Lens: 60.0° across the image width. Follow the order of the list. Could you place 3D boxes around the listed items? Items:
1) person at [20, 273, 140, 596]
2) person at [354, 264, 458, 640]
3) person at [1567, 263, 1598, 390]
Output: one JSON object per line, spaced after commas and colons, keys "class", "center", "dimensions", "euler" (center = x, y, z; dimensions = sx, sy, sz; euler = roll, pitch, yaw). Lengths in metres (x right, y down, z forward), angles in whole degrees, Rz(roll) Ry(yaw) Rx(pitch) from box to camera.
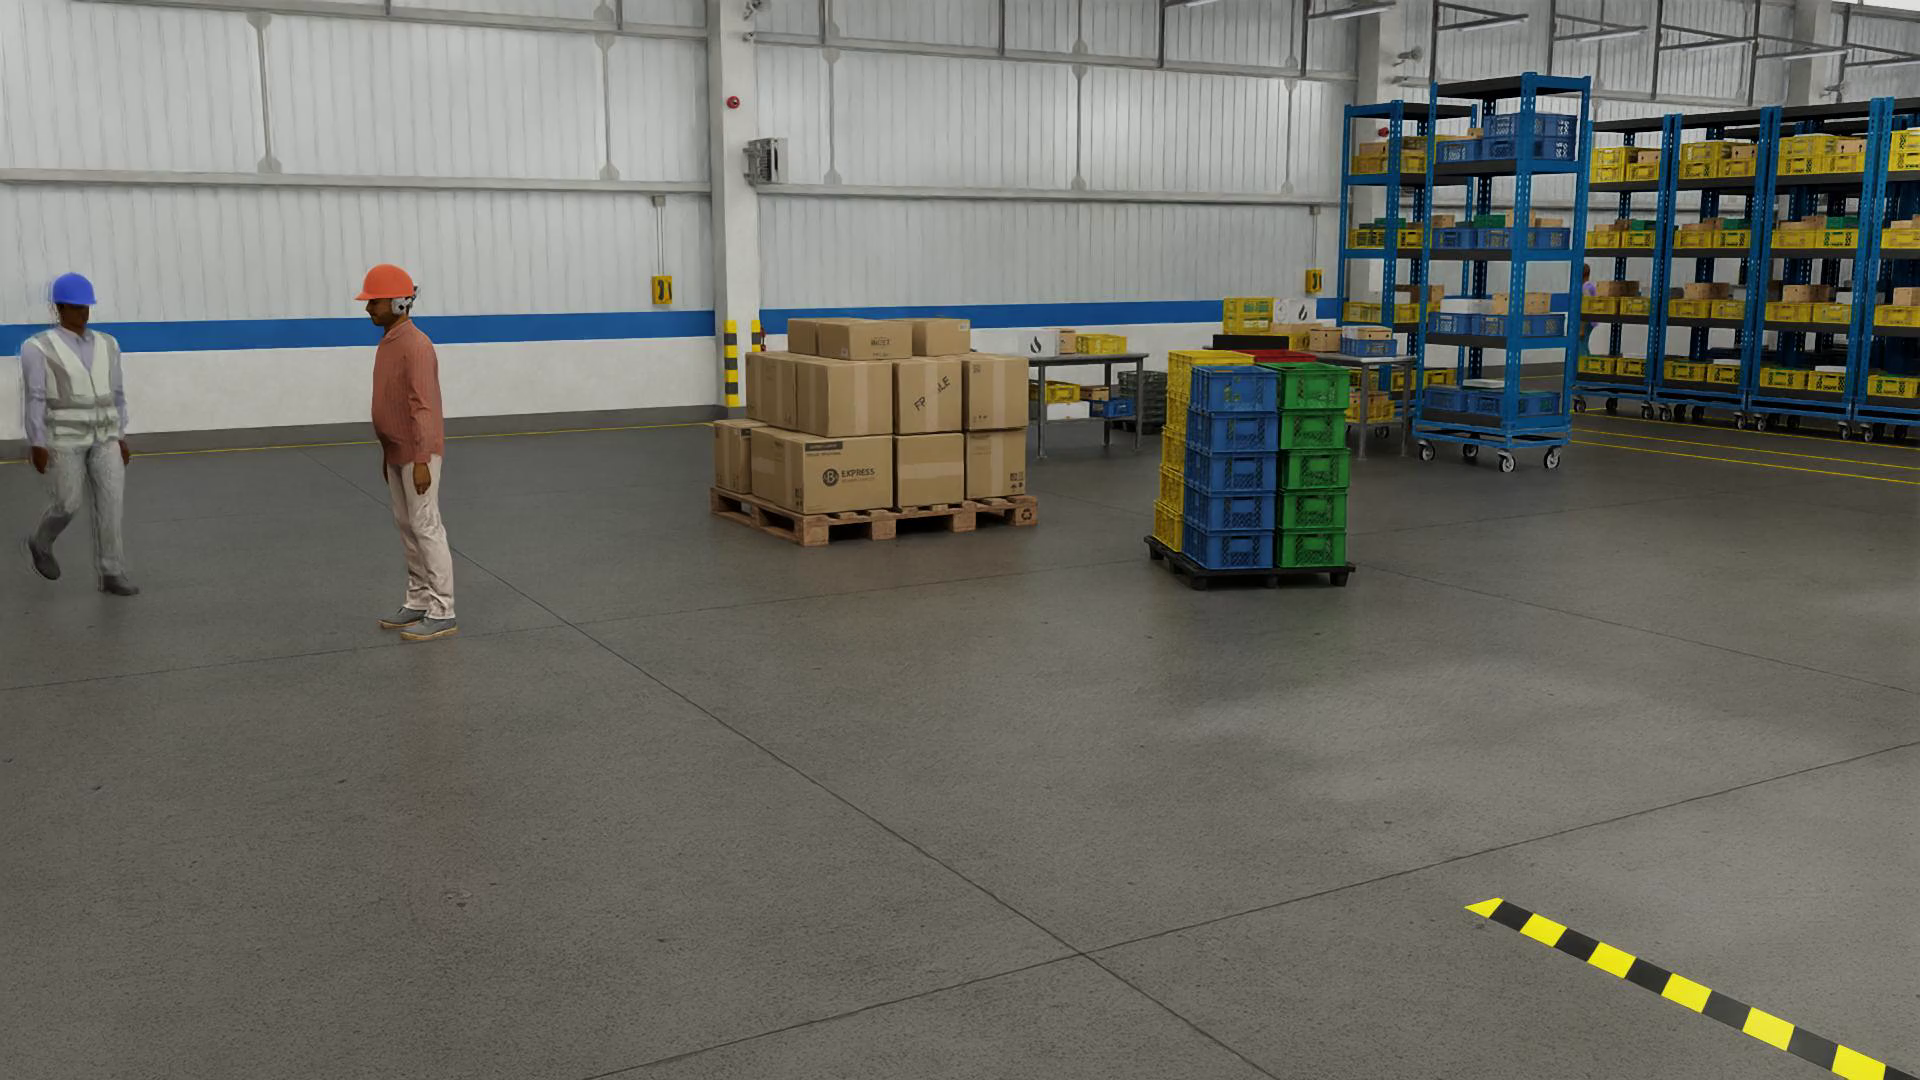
{"class": "person", "center": [-5.296, -0.627, 9.931], "dimensions": [0.751, 1.925, 0.620], "euler": [6, 12, 31]}
{"class": "person", "center": [-2.959, -0.464, 8.853], "dimensions": [0.414, 1.985, 0.611], "euler": [-7, 12, -36]}
{"class": "person", "center": [8.944, -3.043, 23.856], "dimensions": [0.389, 1.838, 0.563], "euler": [3, 10, 17]}
